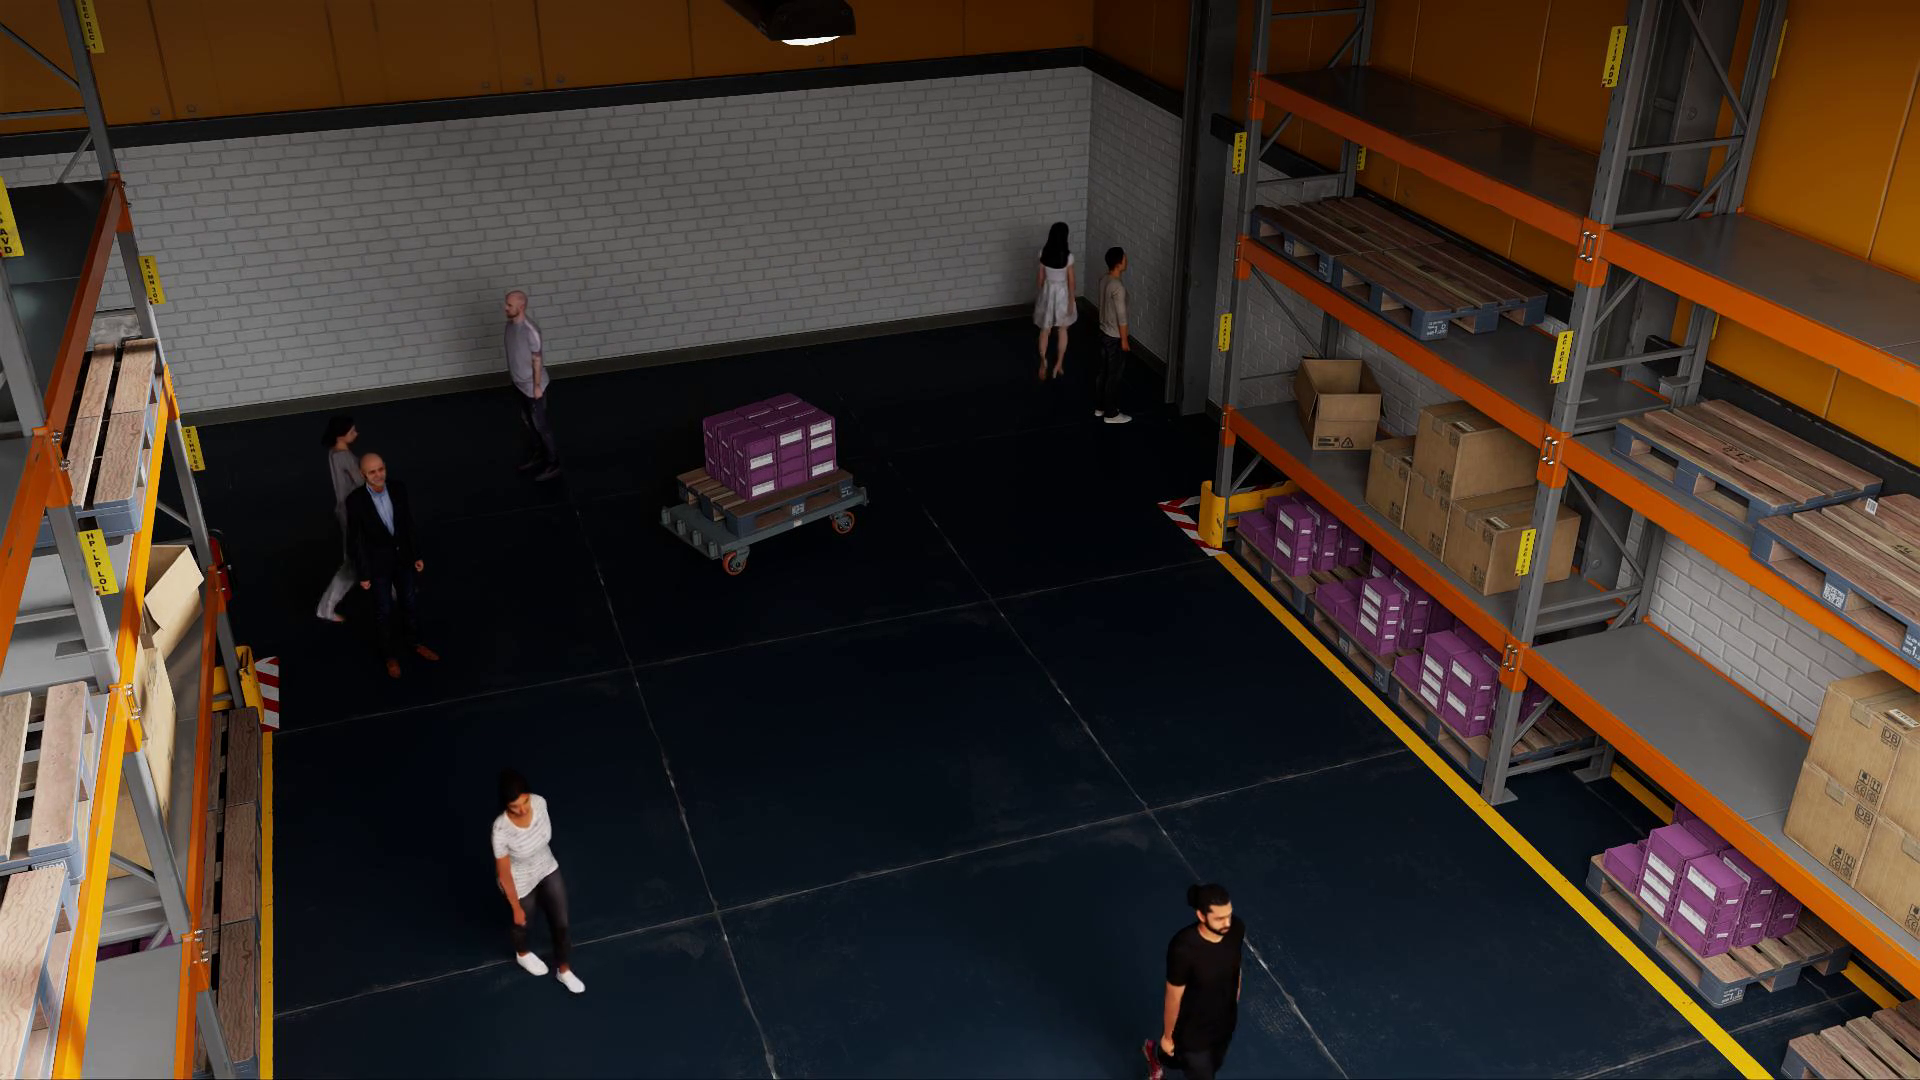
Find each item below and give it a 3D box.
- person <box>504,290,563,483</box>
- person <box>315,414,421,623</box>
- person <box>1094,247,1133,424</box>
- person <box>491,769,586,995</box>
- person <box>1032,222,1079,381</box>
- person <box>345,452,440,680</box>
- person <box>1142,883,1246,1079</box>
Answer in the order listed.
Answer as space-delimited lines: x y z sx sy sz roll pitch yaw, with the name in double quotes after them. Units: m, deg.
-4.005 -1.464 15.526 0.782 1.829 0.632 -22 35 -34 "person"
-4.872 -0.128 13.176 0.801 1.734 1.077 -17 33 -29 "person"
1.520 -2.055 16.628 0.693 1.812 0.465 -10 30 -18 "person"
-2.511 1.922 9.559 0.912 1.599 0.810 16 32 27 "person"
0.967 -2.435 17.384 0.970 1.754 1.094 9 30 15 "person"
-4.327 0.153 12.591 0.745 1.800 0.759 25 37 38 "person"
1.187 2.415 8.513 0.822 1.735 1.129 -19 34 -31 "person"
